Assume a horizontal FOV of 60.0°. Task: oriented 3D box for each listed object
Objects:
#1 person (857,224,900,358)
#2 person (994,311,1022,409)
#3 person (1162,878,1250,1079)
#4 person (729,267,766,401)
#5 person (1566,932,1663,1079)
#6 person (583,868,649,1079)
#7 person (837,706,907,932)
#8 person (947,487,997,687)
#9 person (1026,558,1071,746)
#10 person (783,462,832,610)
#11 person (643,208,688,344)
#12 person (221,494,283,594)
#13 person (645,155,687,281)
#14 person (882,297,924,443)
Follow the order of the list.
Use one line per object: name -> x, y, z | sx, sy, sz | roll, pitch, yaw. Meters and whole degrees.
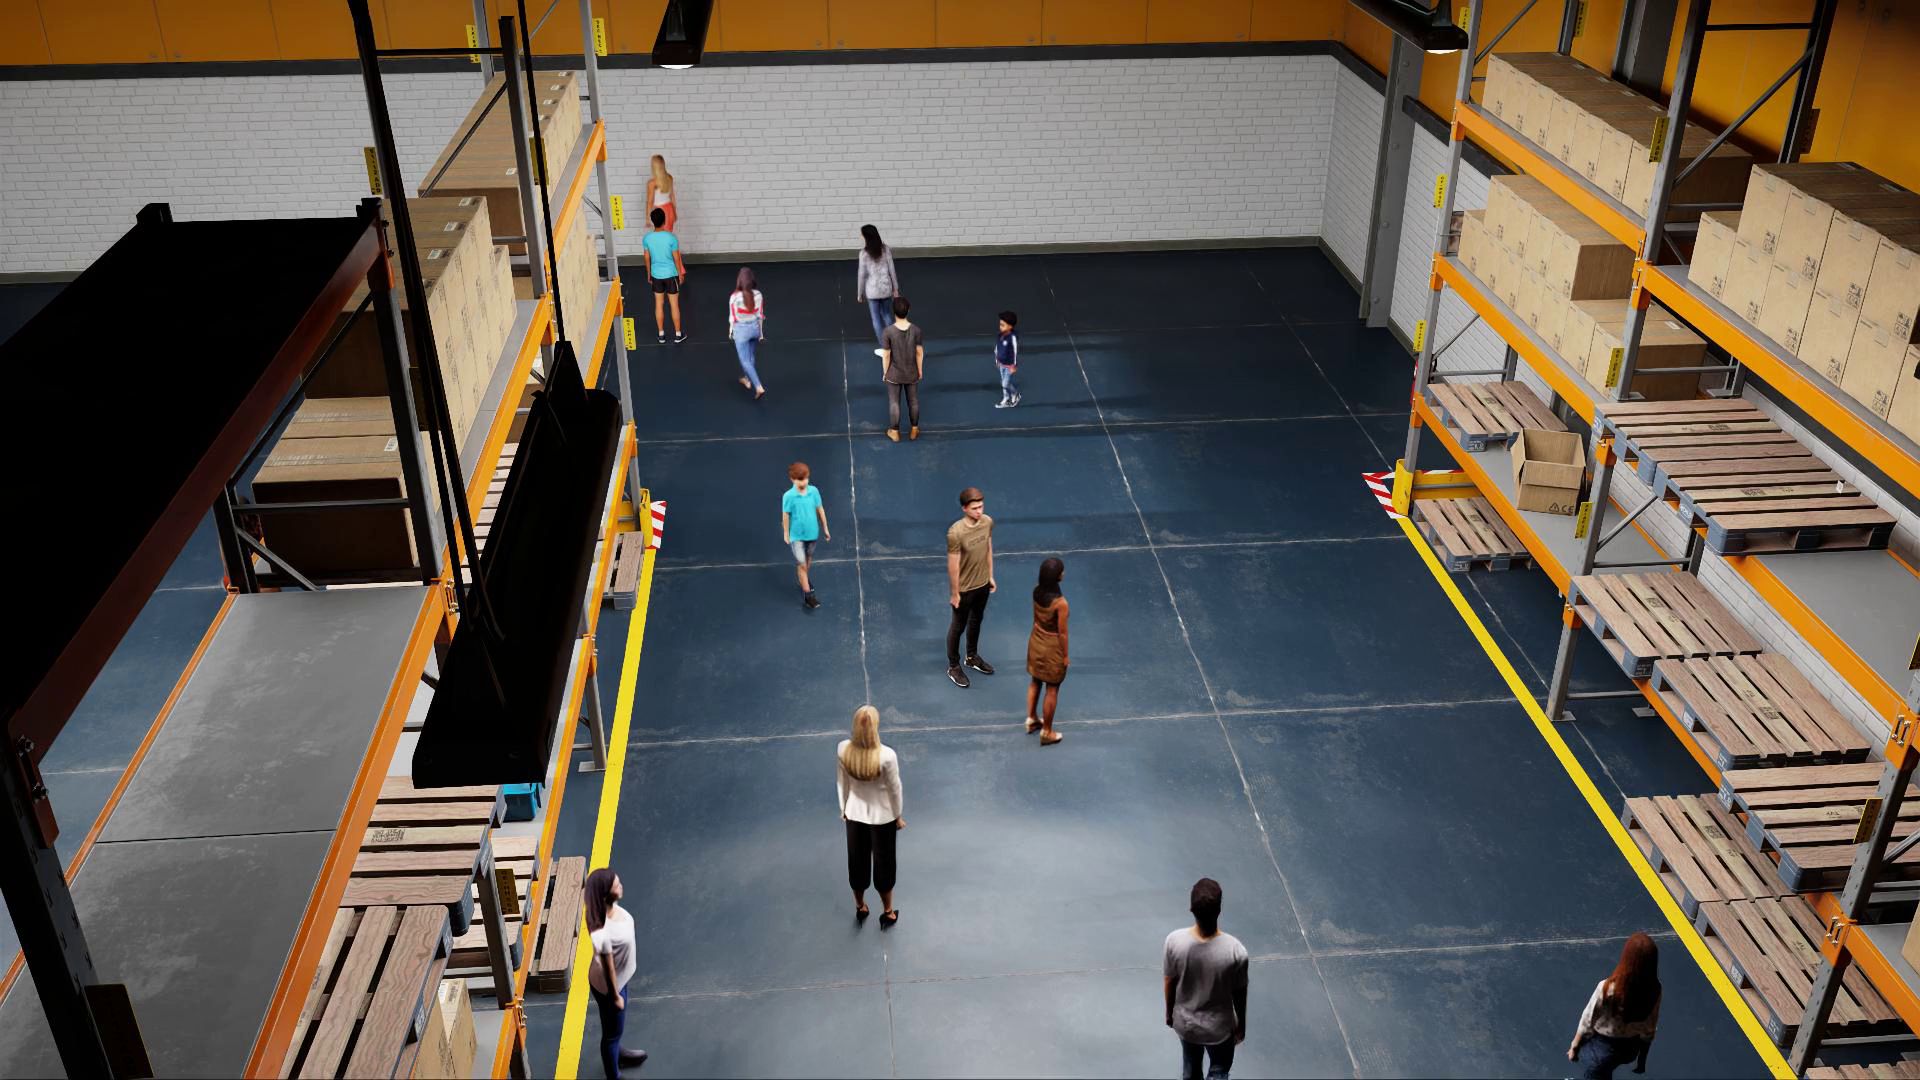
person -> -1.000, -3.137, 21.082 | 0.761, 1.700, 0.785 | -9, 30, -16
person -> 0.609, -2.141, 19.761 | 0.678, 1.215, 0.588 | -16, 32, -26
person -> 1.427, 2.880, 9.880 | 0.910, 1.864, 1.072 | 11, 30, 19
person -> -2.528, -2.460, 19.958 | 0.912, 1.588, 1.101 | -19, 34, -30
person -> 3.846, 3.055, 9.738 | 0.606, 1.691, 1.098 | -3, 29, -6
person -> -2.177, 2.738, 10.329 | 0.664, 1.682, 0.473 | -4, 29, -8
person -> -0.620, 1.942, 11.603 | 0.668, 1.859, 0.632 | 7, 29, 13
person -> 0.090, 0.372, 14.491 | 0.749, 1.851, 0.782 | -25, 37, -37
person -> 0.729, 0.904, 13.691 | 0.699, 1.683, 0.595 | -18, 33, -30
person -> -1.517, -0.110, 15.826 | 0.776, 1.418, 0.948 | -18, 33, -29
person -> -3.825, -3.417, 21.514 | 0.640, 1.776, 0.561 | 1, 29, 3
person -> -6.189, 0.384, 14.644 | 0.754, 1.682, 0.719 | -13, 31, -23
person -> -4.157, -4.535, 23.568 | 1.132, 1.774, 1.109 | 19, 34, 31
person -> -0.651, -1.941, 18.868 | 0.632, 1.719, 0.570 | -5, 29, -9
